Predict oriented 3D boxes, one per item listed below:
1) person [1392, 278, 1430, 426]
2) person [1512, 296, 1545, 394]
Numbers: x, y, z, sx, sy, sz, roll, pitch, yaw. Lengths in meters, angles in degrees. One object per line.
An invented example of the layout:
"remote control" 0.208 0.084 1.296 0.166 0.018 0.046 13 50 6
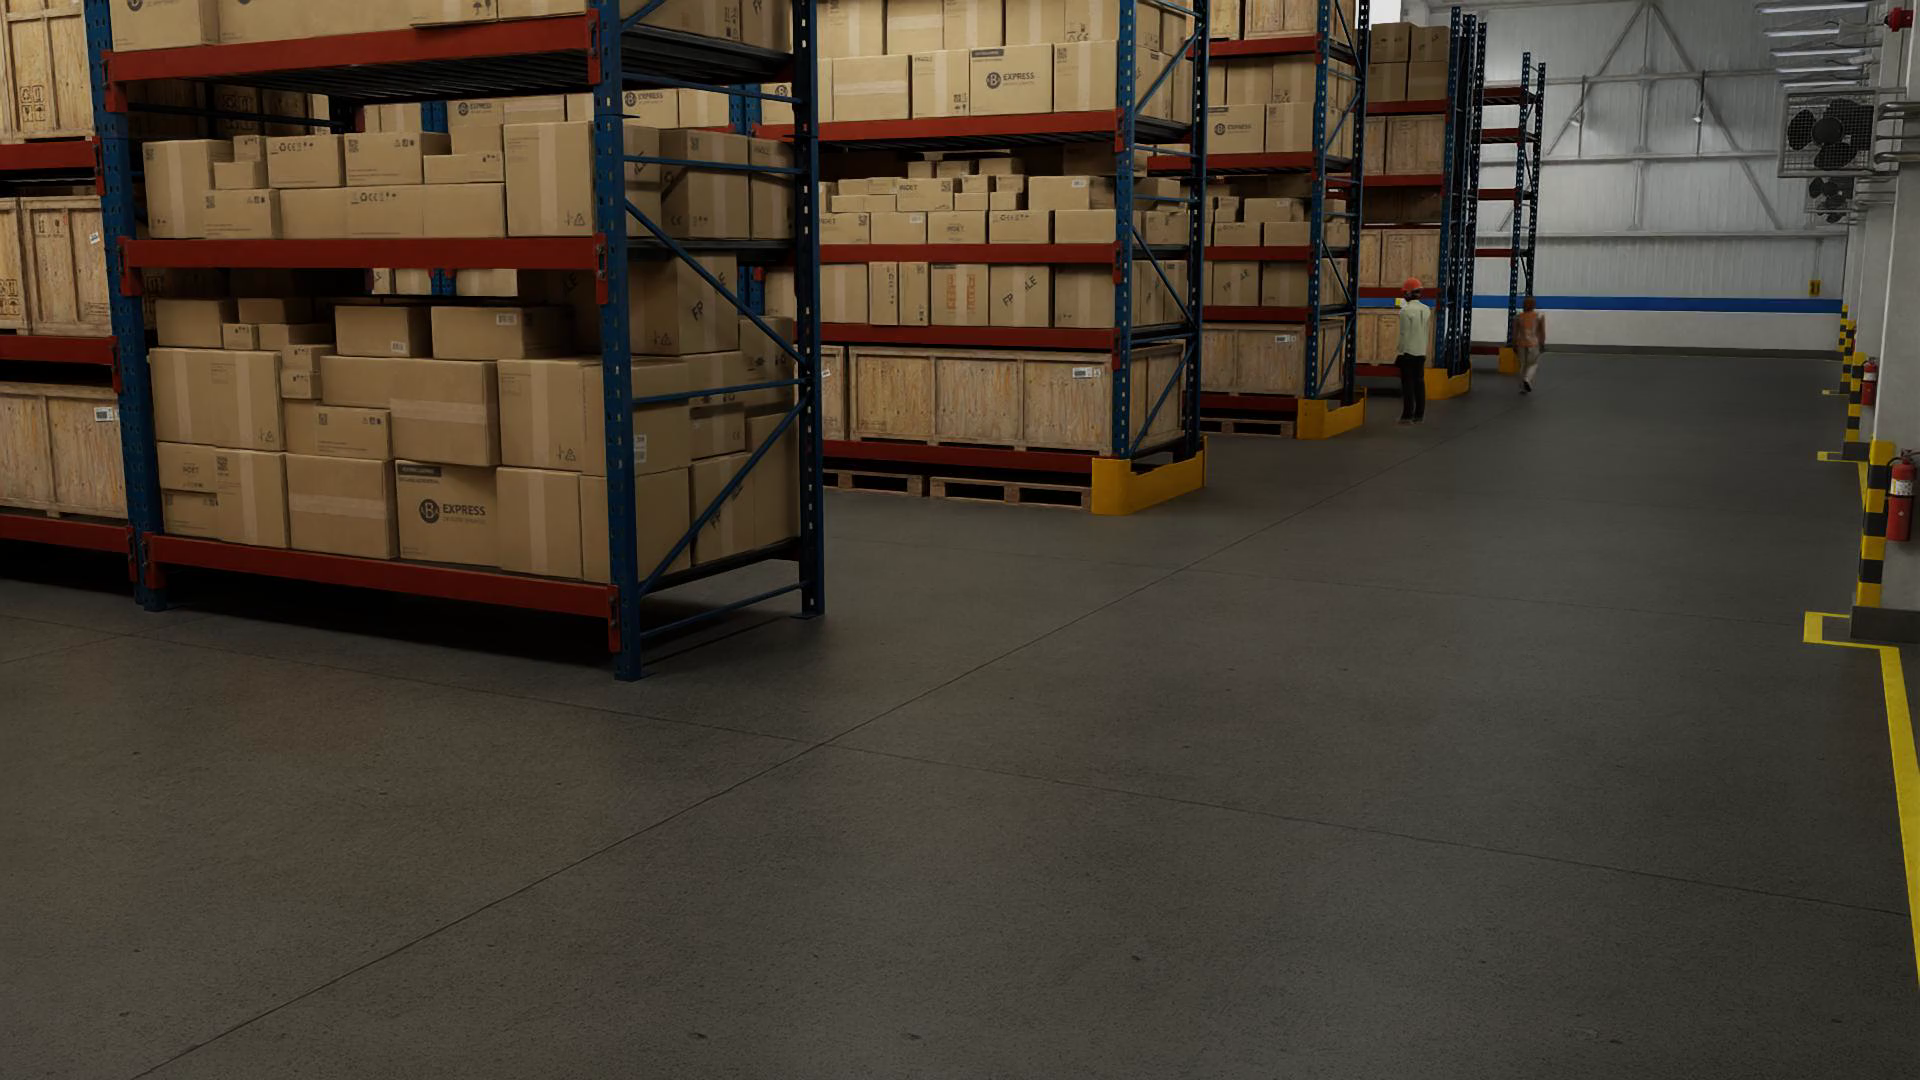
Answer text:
"person" 6.101 -2.541 22.518 0.623 1.992 0.397 -8 13 -40
"person" 9.391 -3.219 27.511 0.530 1.621 0.420 6 12 32
